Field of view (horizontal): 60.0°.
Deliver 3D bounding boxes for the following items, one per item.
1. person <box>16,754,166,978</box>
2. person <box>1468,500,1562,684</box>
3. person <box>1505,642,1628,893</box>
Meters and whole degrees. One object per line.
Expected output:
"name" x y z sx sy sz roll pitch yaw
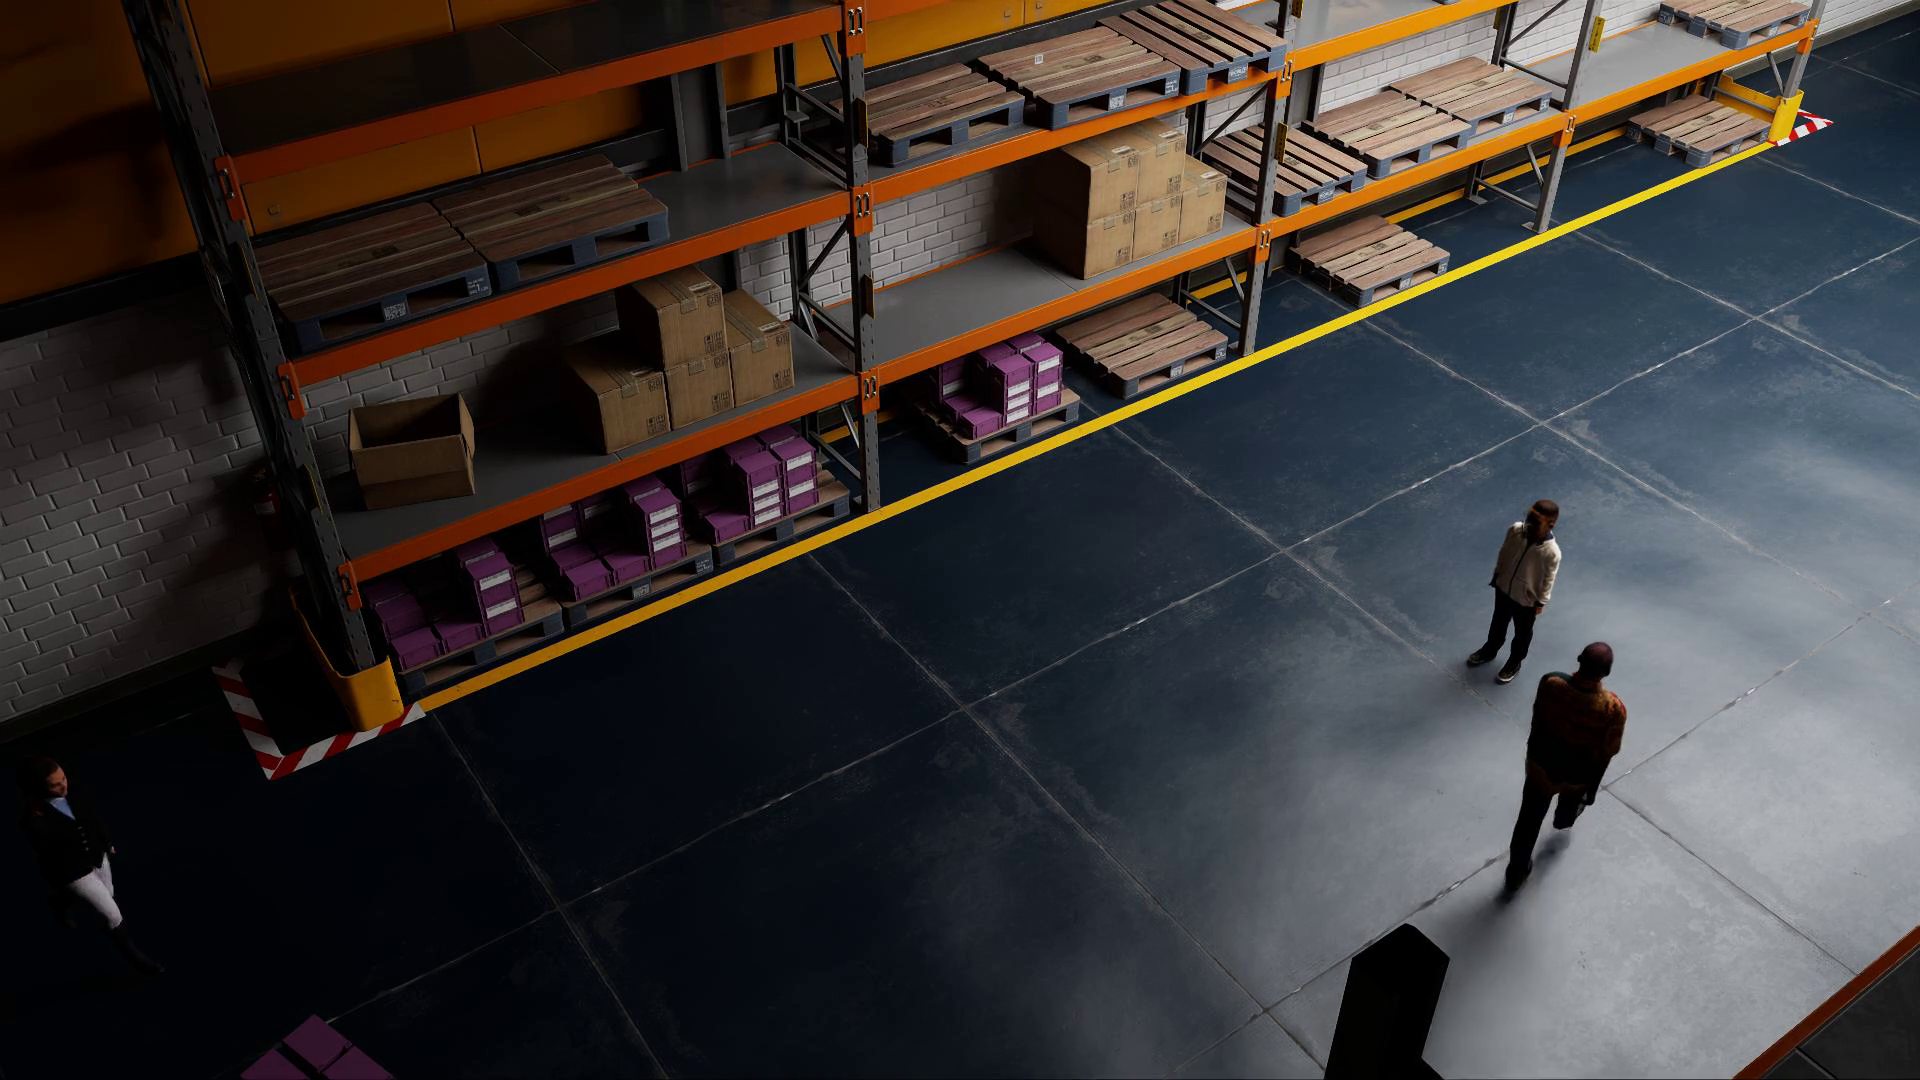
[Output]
"person" -4.969 1.808 9.245 0.995 1.703 1.033 14 41 16
"person" 3.822 0.317 11.310 0.526 1.455 0.588 -27 46 -30
"person" 3.481 1.370 9.747 0.931 1.761 1.232 26 45 29
